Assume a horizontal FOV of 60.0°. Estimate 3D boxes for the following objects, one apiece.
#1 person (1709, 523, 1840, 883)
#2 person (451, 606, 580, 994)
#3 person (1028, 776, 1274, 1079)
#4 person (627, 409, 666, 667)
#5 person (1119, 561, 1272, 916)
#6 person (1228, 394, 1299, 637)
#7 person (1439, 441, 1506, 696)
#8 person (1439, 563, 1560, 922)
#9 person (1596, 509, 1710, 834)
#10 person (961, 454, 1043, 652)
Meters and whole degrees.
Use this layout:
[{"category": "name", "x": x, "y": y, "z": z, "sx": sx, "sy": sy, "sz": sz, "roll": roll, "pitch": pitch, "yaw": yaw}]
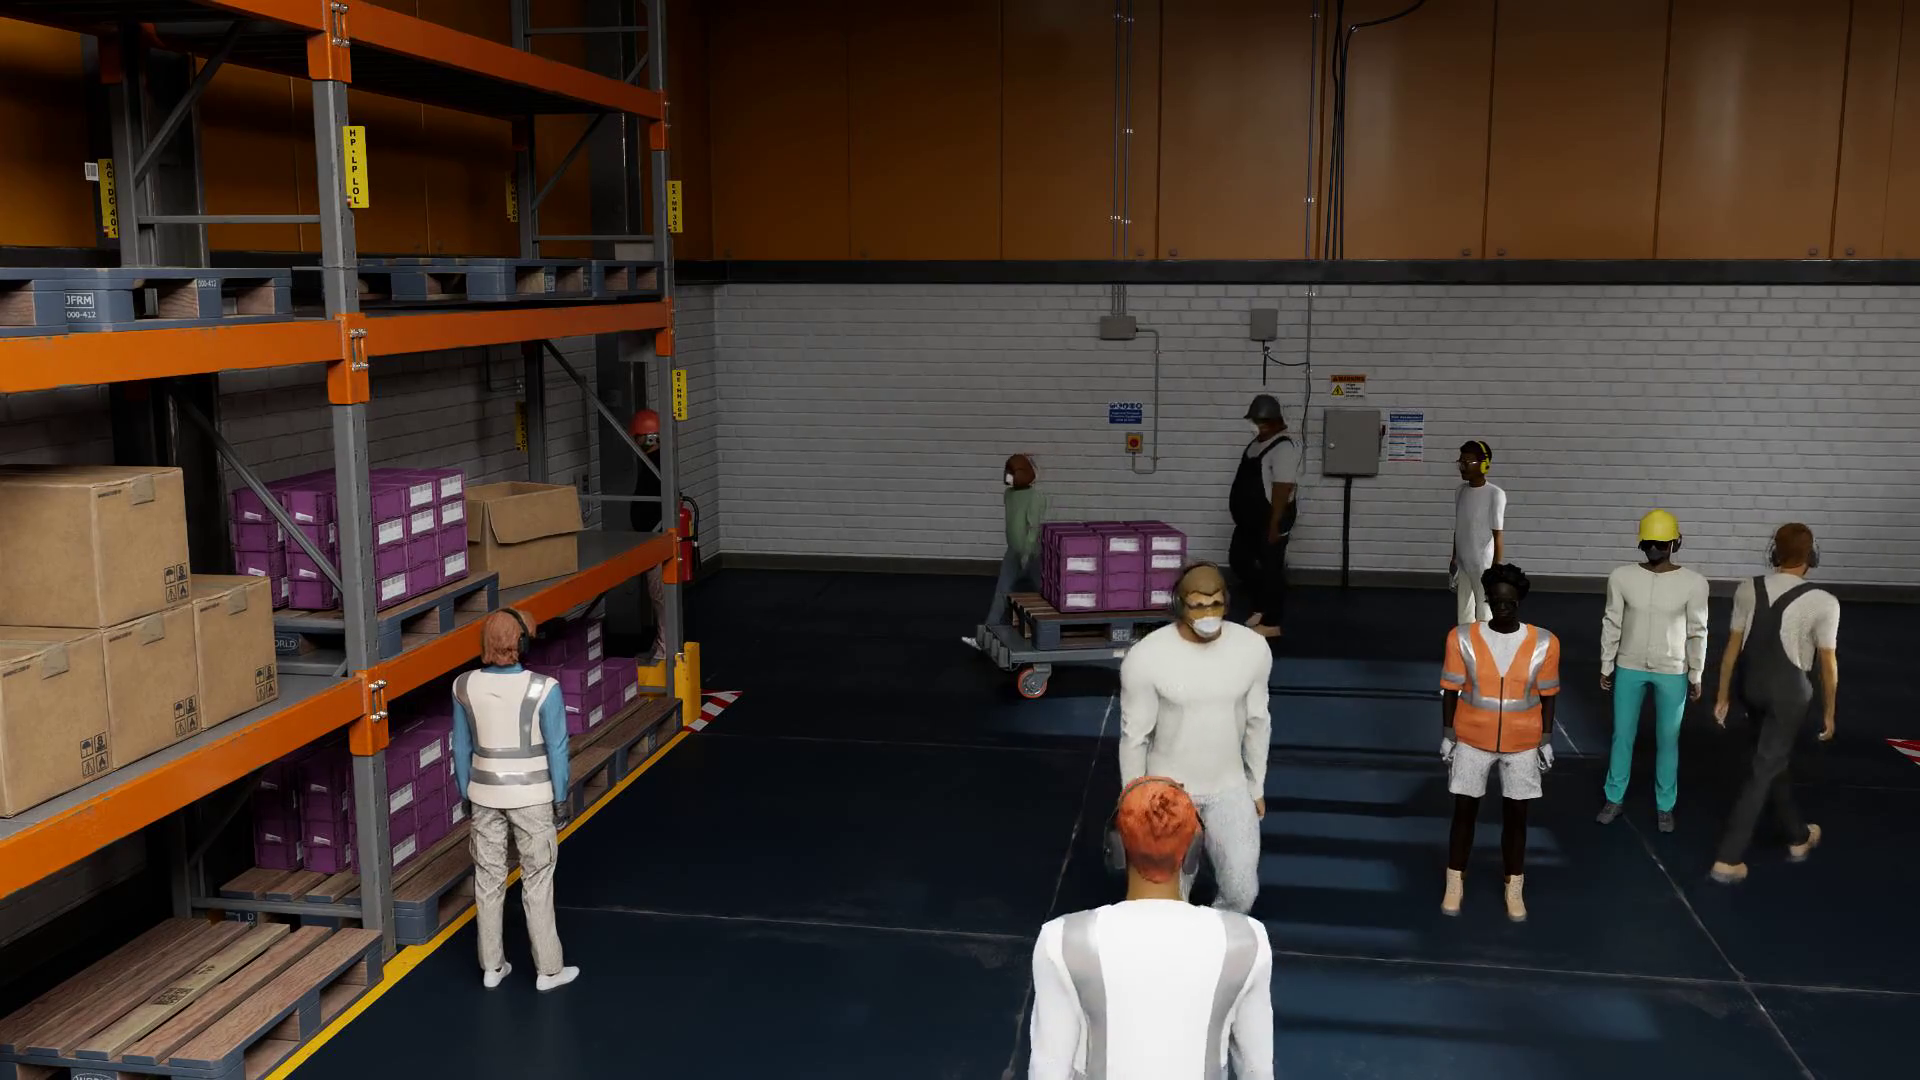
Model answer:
[{"category": "person", "x": 4.092, "y": 0.807, "z": 8.327, "sx": 0.969, "sy": 1.775, "sz": 0.514, "roll": -6, "pitch": 11, "yaw": -32}, {"category": "person", "x": -1.877, "y": 1.094, "z": 6.980, "sx": 0.515, "sy": 1.641, "sz": 0.314, "roll": 2, "pitch": 9, "yaw": 13}, {"category": "person", "x": 0.449, "y": 1.460, "z": 4.068, "sx": 0.602, "sy": 1.848, "sz": 0.866, "roll": 0, "pitch": 9, "yaw": -2}, {"category": "person", "x": -2.320, "y": 0.002, "z": 12.619, "sx": 0.376, "sy": 1.996, "sz": 0.612, "roll": -2, "pitch": 9, "yaw": -9}, {"category": "person", "x": 0.938, "y": 1.020, "z": 6.581, "sx": 0.652, "sy": 1.914, "sz": 0.509, "roll": -2, "pitch": 9, "yaw": -11}, {"category": "person", "x": 2.492, "y": -0.198, "z": 13.720, "sx": 0.535, "sy": 2.000, "sz": 0.709, "roll": -2, "pitch": 9, "yaw": -13}, {"category": "person", "x": 3.607, "y": 0.227, "z": 11.669, "sx": 0.323, "sy": 1.862, "sz": 0.510, "roll": -4, "pitch": 10, "yaw": -21}, {"category": "person", "x": 2.506, "y": 0.939, "z": 7.762, "sx": 0.538, "sy": 1.695, "sz": 0.319, "roll": 2, "pitch": 10, "yaw": 15}, {"category": "person", "x": 3.734, "y": 0.706, "z": 8.989, "sx": 0.533, "sy": 1.767, "sz": 0.327, "roll": 5, "pitch": 10, "yaw": 29}, {"category": "person", "x": 0.446, "y": 0.120, "z": 13.157, "sx": 0.880, "sy": 1.583, "sz": 0.518, "roll": -6, "pitch": 11, "yaw": -34}]
